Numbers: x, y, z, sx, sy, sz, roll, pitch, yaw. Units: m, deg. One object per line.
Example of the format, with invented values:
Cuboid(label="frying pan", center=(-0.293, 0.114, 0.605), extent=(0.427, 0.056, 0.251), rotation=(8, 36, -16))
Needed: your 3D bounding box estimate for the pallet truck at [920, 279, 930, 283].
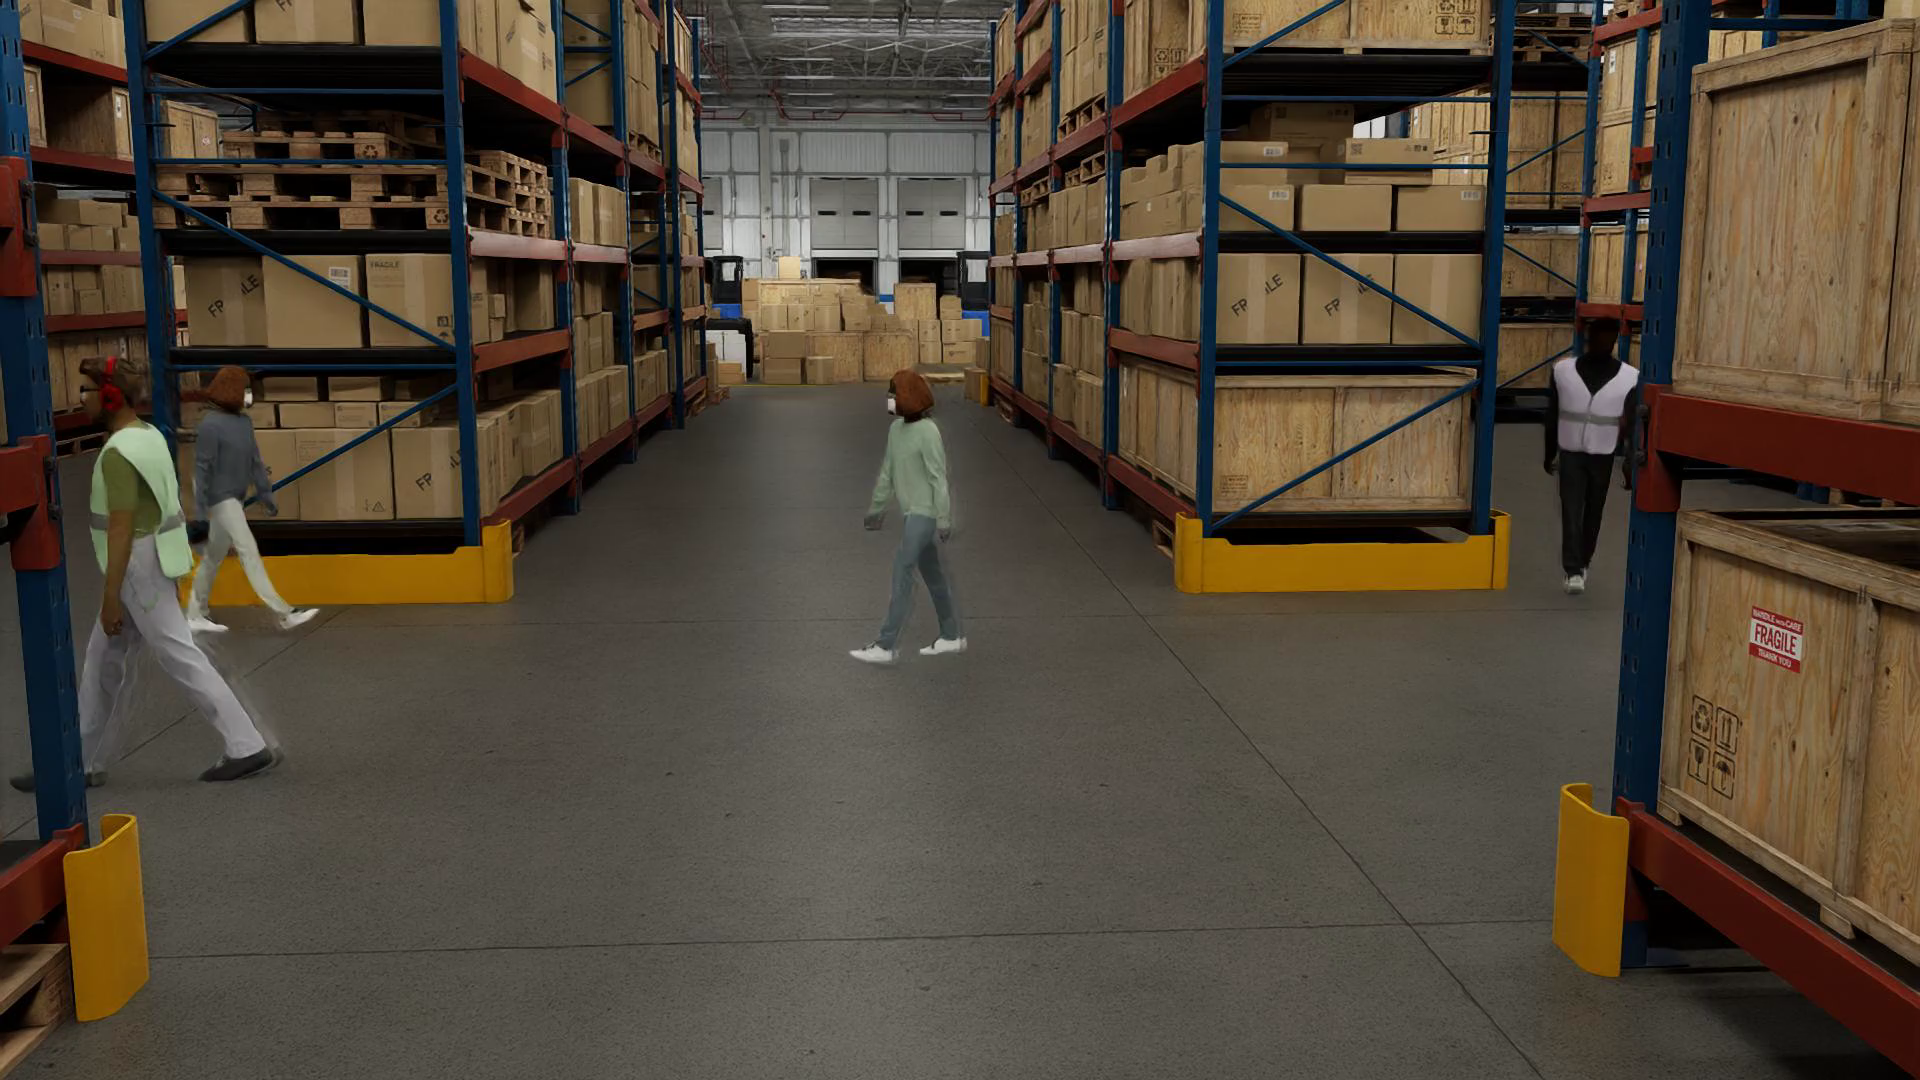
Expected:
Cuboid(label="pallet truck", center=(-0.932, -8.922, 63.114), extent=(1.885, 1.965, 0.823), rotation=(2, 9, 13))

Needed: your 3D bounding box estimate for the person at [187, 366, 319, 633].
Cuboid(label="person", center=(-4.201, -0.222, 9.756), extent=(0.859, 1.577, 0.504), rotation=(0, 9, 0))

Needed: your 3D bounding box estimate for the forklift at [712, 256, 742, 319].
Cuboid(label="forklift", center=(-8.488, -8.990, 60.777), extent=(1.129, 2.768, 1.873), rotation=(-1, 9, -4))

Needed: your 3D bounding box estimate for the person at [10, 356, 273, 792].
Cuboid(label="person", center=(-3.362, 0.148, 6.806), extent=(0.989, 1.804, 0.578), rotation=(-3, 10, -21))

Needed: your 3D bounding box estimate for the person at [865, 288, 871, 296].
Cuboid(label="person", center=(-3.726, -9.556, 68.350), extent=(0.873, 1.587, 0.532), rotation=(-1, 9, -9))

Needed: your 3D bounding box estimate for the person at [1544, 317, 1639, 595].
Cuboid(label="person", center=(4.205, -0.556, 11.084), extent=(0.599, 1.837, 1.039), rotation=(3, 10, 21))

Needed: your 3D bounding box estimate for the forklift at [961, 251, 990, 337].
Cuboid(label="forklift", center=(0.497, -7.082, 48.799), extent=(1.129, 2.768, 1.873), rotation=(-1, 9, -4))

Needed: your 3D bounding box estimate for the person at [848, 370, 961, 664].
Cuboid(label="person", center=(-0.317, -0.120, 9.098), extent=(0.801, 1.602, 0.513), rotation=(-4, 10, -22))
